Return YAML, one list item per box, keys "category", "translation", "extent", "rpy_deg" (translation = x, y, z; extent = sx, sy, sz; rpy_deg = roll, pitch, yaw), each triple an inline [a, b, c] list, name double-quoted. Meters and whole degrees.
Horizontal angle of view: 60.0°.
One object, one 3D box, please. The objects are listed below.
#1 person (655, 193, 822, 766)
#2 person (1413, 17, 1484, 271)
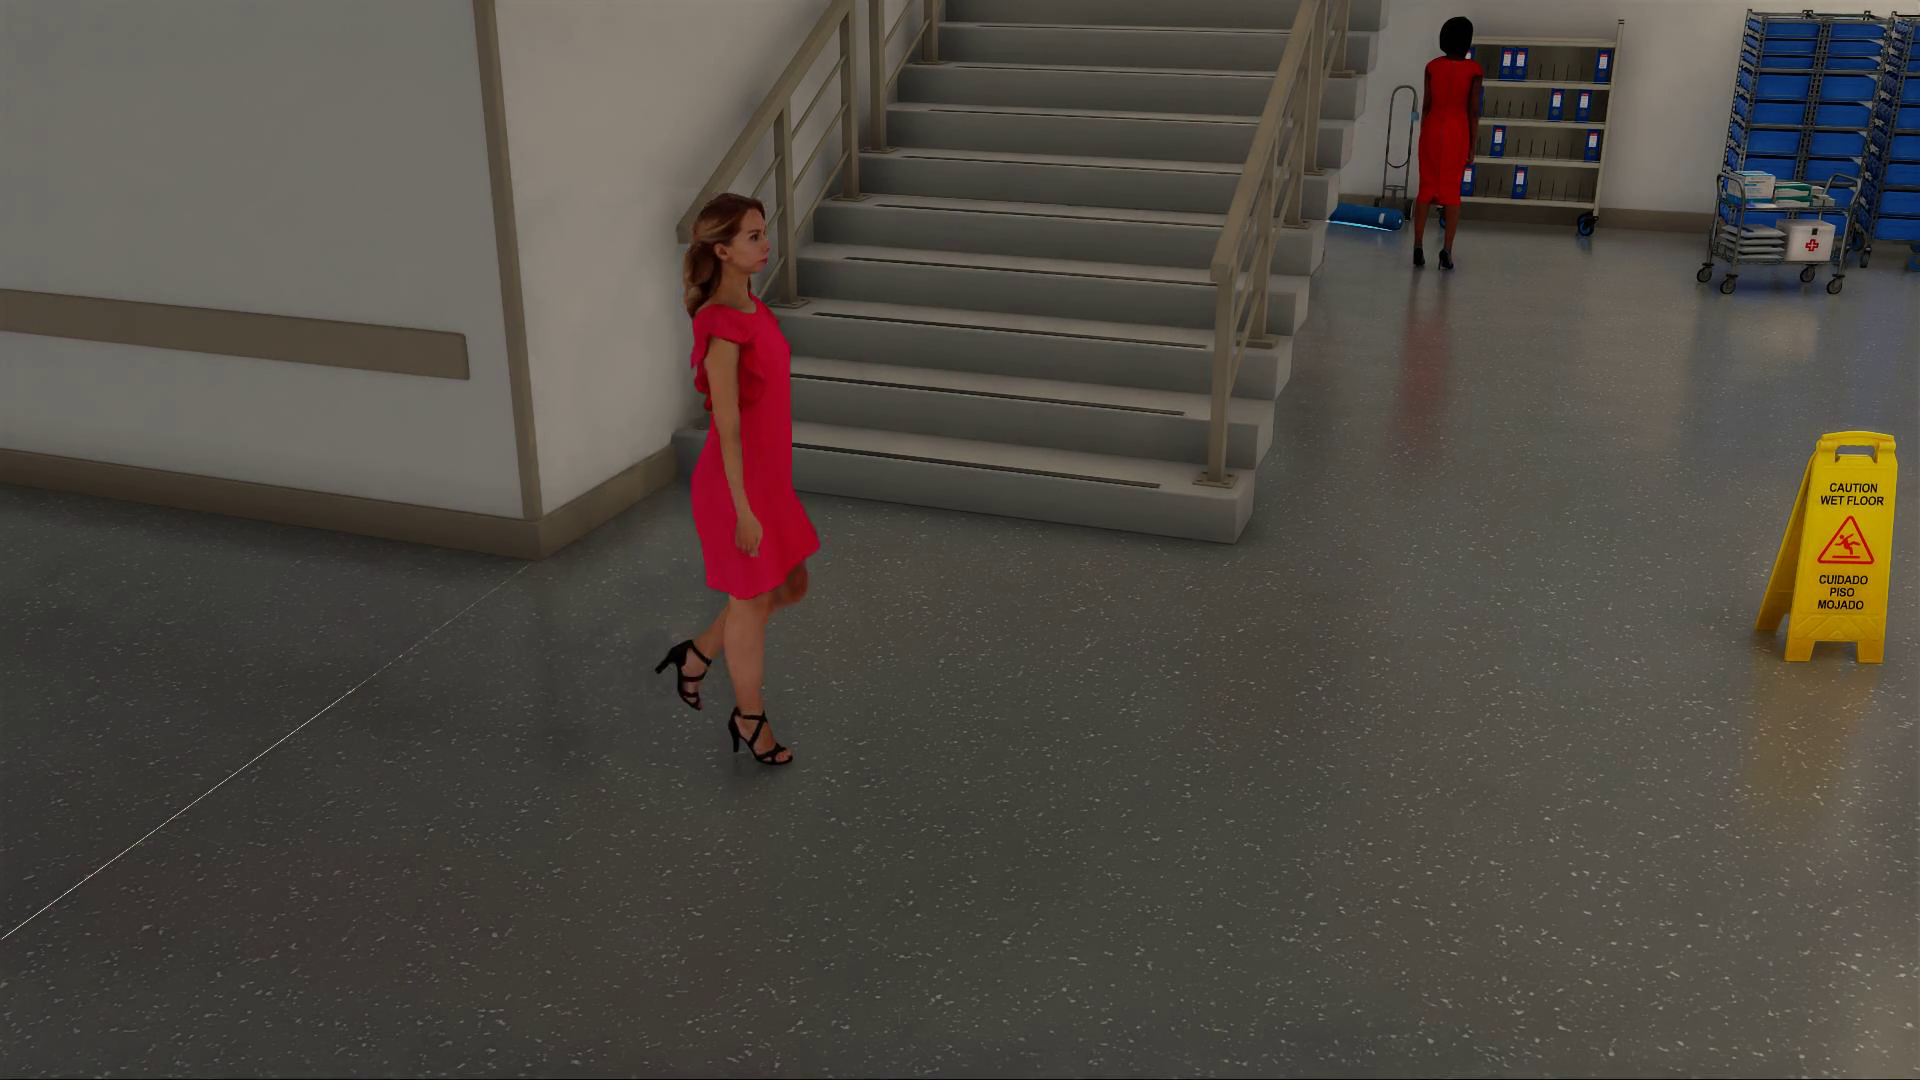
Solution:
- category: "person"
  translation: [-0.702, -0.142, 4.824]
  extent: [0.674, 1.715, 0.727]
  rpy_deg: [5, 21, 12]
- category: "person"
  translation: [3.446, -2.814, 11.844]
  extent: [0.564, 1.740, 0.522]
  rpy_deg: [9, 23, 23]
